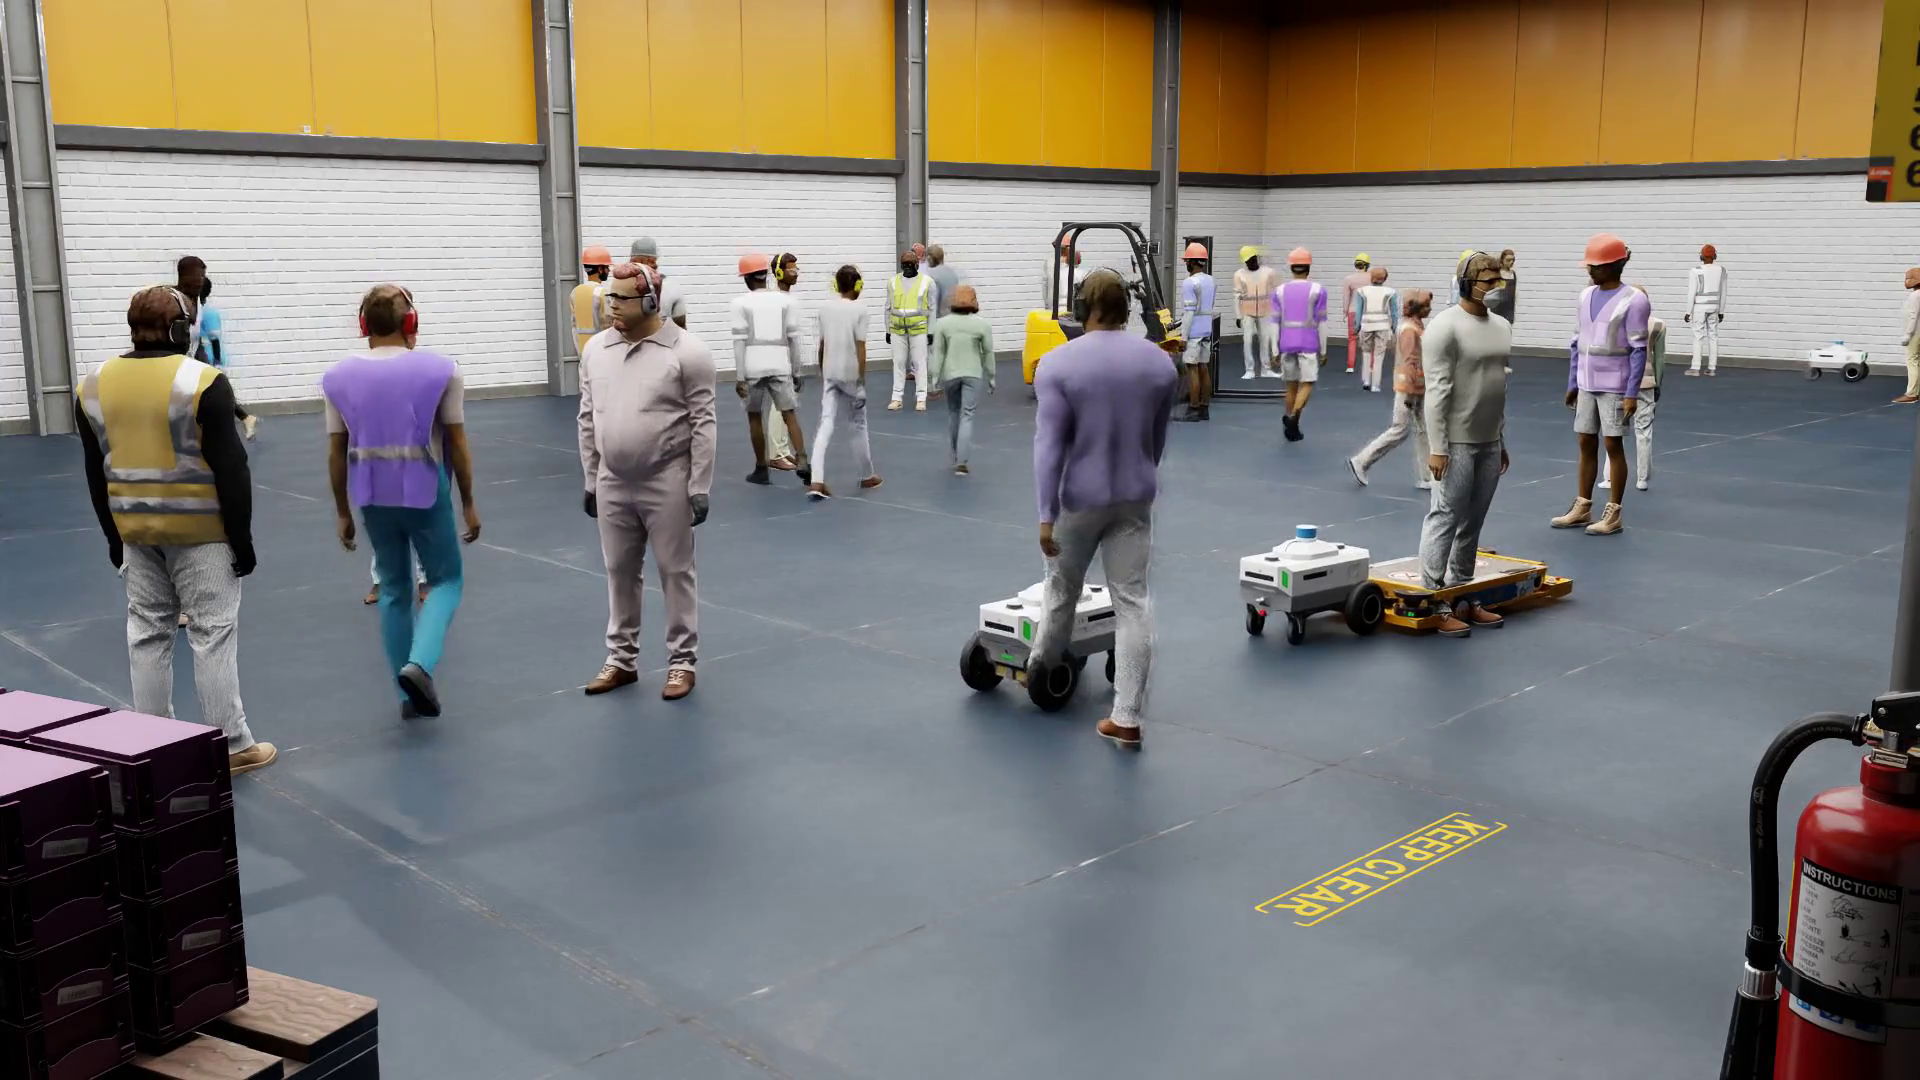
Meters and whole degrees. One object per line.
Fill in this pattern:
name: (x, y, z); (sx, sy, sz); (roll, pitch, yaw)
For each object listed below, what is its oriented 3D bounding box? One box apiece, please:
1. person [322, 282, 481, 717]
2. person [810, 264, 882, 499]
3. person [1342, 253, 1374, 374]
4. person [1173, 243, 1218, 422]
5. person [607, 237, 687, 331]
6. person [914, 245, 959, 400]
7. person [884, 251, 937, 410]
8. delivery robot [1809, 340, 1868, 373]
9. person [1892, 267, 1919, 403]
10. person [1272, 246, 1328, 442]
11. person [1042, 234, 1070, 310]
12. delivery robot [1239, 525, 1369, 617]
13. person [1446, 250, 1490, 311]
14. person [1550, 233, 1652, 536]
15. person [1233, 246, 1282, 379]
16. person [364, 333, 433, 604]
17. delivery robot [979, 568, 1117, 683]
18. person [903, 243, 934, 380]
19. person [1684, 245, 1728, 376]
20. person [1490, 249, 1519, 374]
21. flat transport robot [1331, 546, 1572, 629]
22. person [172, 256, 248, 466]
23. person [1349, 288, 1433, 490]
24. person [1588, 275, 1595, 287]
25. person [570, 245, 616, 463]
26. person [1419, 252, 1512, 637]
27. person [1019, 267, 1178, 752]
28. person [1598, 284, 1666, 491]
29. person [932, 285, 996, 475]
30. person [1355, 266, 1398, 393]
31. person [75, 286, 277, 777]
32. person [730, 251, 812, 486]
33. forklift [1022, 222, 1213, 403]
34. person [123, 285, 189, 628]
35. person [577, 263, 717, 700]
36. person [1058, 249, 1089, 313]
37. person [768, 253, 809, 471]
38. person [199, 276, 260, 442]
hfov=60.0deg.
person: (-2.303, -0.140, 6.876); (0.601, 1.830, 0.511); (0, 10, -1)
person: (-0.934, -1.235, 12.958); (0.521, 1.804, 1.038); (4, 11, 22)
person: (5.869, -3.316, 24.393); (0.526, 1.761, 0.337); (2, 11, 12)
person: (2.554, -2.252, 18.104); (0.355, 1.939, 0.544); (8, 13, 38)
person: (-2.760, -1.681, 14.712); (0.703, 2.000, 0.646); (-1, 10, -4)
person: (-0.254, -2.637, 20.292); (0.838, 1.893, 0.777); (7, 12, 33)
person: (-0.586, -2.417, 19.281); (0.624, 1.840, 0.429); (3, 11, 14)
delivery robot: (12.249, -2.542, 23.207); (0.707, 0.478, 0.477); (8, 13, 36)
person: (11.553, -2.478, 20.167); (0.278, 1.633, 0.498); (9, 14, 40)
person: (3.260, -1.881, 16.128); (0.547, 1.921, 0.738); (6, 12, 29)
person: (1.514, -3.561, 24.967); (0.608, 2.039, 0.395); (10, 14, 44)
delivery robot: (1.745, 0.168, 8.426); (0.707, 0.478, 0.477); (-8, 13, -38)
person: (6.504, -2.803, 21.391); (0.589, 1.834, 0.403); (10, 14, 42)
person: (4.339, -1.044, 11.265); (0.402, 2.033, 0.605); (-4, 11, -23)
person: (4.221, -3.190, 23.398); (0.767, 1.875, 0.427); (0, 10, -2)
person: (-3.092, -0.460, 9.163); (0.501, 1.633, 0.289); (-1, 10, -5)
delivery robot: (0.424, 0.359, 7.386); (0.707, 0.478, 0.477); (-10, 14, -43)
person: (-0.592, -3.195, 23.332); (0.640, 1.910, 0.401); (-10, 14, -43)
person: (10.744, -3.302, 23.978); (0.576, 1.883, 0.352); (-1, 10, -4)
person: (7.963, -3.381, 24.593); (0.510, 1.826, 0.689); (-3, 11, -16)
flat transport robot: (2.651, 0.243, 9.050); (1.431, 0.197, 0.652); (-8, 13, -38)
person: (-6.451, -1.427, 13.876); (0.980, 1.838, 0.601); (0, 10, 2)
person: (3.532, -1.192, 13.220); (0.751, 1.610, 0.526); (5, 11, 25)
person: (9.211, -3.308, 23.950); (0.400, 1.910, 0.643); (8, 13, 39)
person: (-3.176, -1.620, 14.662); (0.545, 1.938, 0.362); (8, 13, 37)
person: (2.591, -0.488, 8.483); (0.630, 1.940, 0.372); (-9, 13, -39)
person: (0.547, -0.154, 6.803); (0.634, 1.885, 1.029); (-3, 11, -16)
person: (5.307, -1.197, 13.175); (0.512, 1.638, 0.312); (1, 10, 6)
person: (0.047, -1.381, 14.264); (0.527, 1.588, 0.846); (2, 11, 12)
person: (5.390, -2.716, 21.491); (0.538, 1.621, 0.503); (5, 11, 25)
person: (-2.908, -0.019, 6.205); (0.622, 1.840, 0.429); (2, 11, 9)
person: (-1.532, -1.364, 13.385); (0.571, 1.907, 0.759); (-5, 11, -25)
forklift: (1.935, -2.847, 20.651); (2.313, 2.155, 1.214); (2, 11, 13)
person: (-4.109, -0.427, 8.621); (0.533, 1.768, 0.312); (6, 12, 31)
person: (-1.384, -0.248, 7.274); (0.642, 1.905, 0.399); (3, 11, 17)
person: (1.599, -3.284, 24.060); (0.581, 1.830, 1.031); (4, 11, 21)
person: (-1.508, -1.542, 14.417); (0.329, 1.873, 0.512); (2, 11, 10)
person: (-7.045, -1.691, 15.753); (0.708, 1.680, 0.541); (-9, 13, -39)
